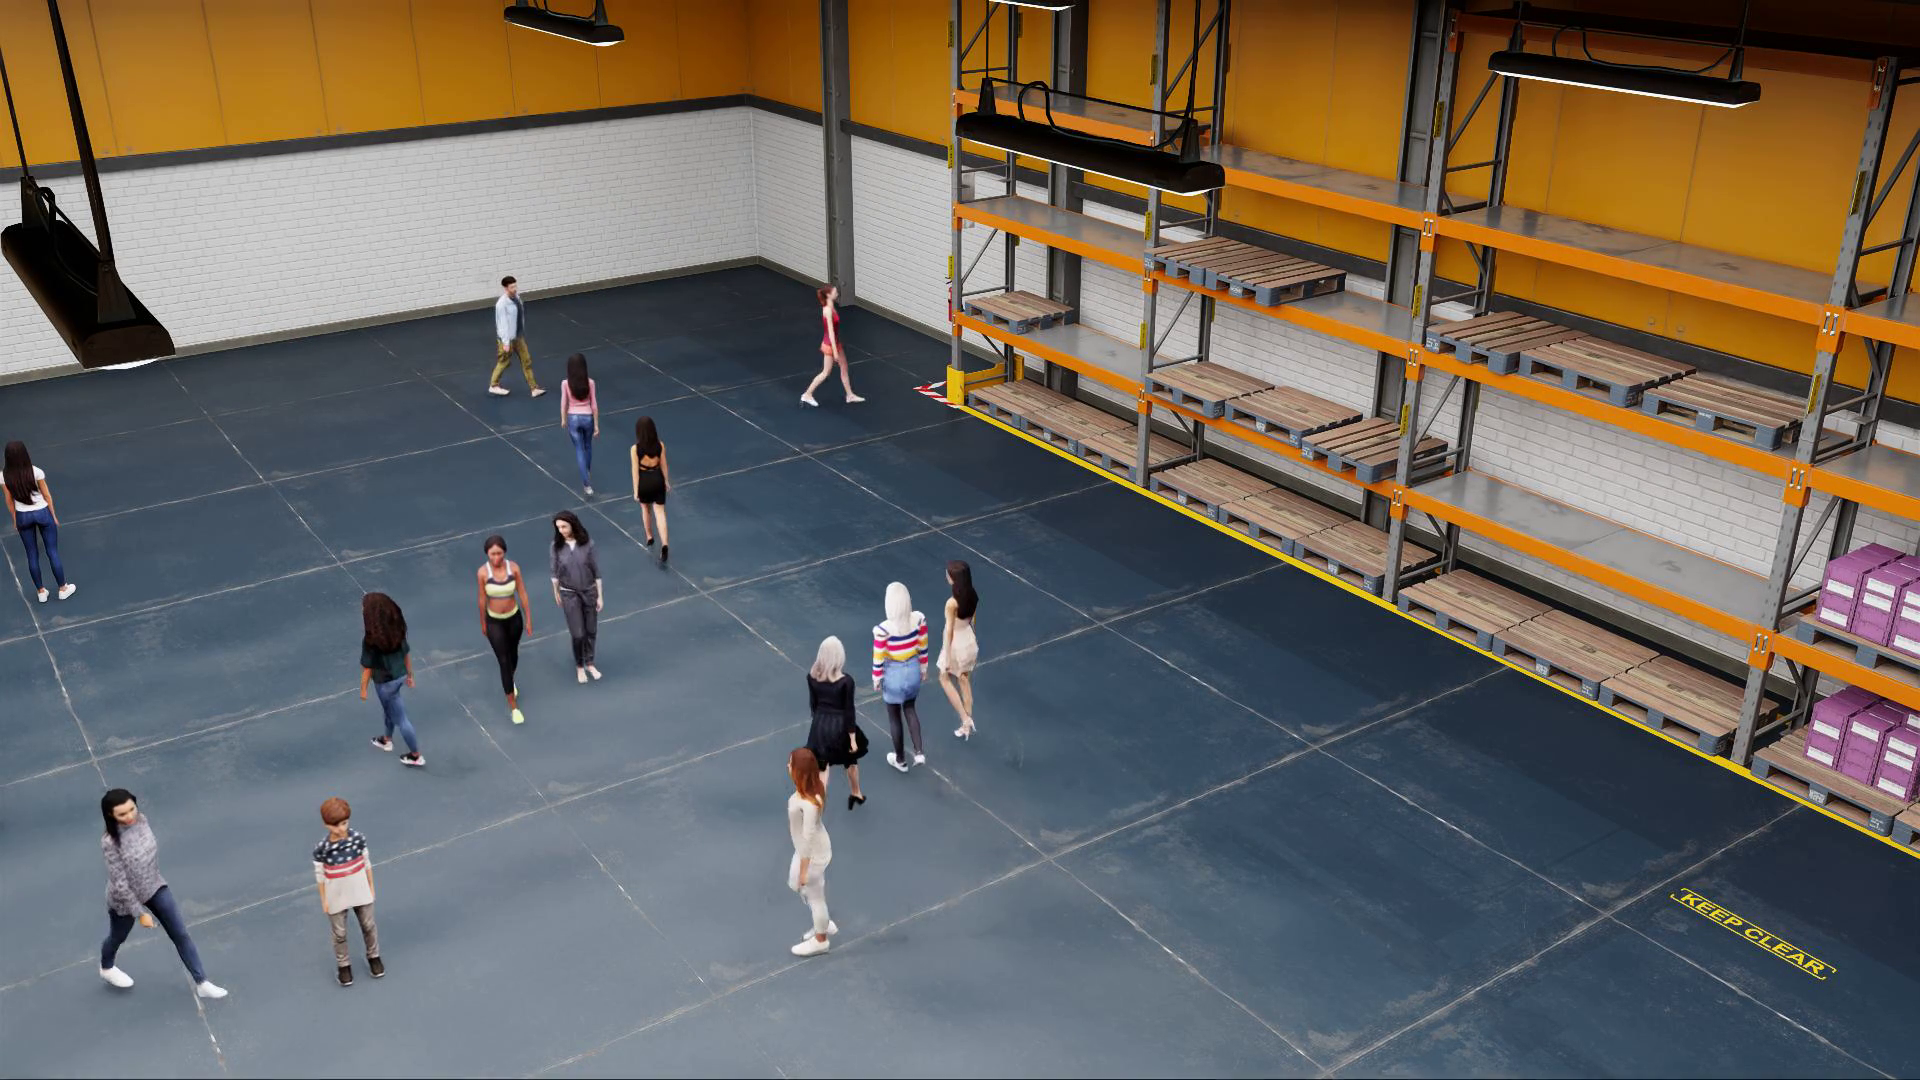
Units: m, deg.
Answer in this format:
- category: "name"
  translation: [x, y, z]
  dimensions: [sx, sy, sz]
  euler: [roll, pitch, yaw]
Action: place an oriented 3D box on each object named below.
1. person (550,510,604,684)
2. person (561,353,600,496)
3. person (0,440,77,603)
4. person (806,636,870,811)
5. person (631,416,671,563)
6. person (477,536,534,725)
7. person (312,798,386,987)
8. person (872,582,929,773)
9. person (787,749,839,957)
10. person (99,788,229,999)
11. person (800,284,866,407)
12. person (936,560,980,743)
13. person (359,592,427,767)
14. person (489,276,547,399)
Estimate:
- category: "person"
  translation: [-3.641, 0.497, 15.710]
  dimensions: [0.630, 1.747, 0.665]
  euler: [-10, 26, -22]
- category: "person"
  translation: [-4.574, -1.369, 20.043]
  dimensions: [0.840, 1.697, 1.202]
  euler: [-7, 24, -15]
- category: "person"
  translation: [-9.613, -0.202, 17.276]
  dimensions: [0.656, 1.775, 0.639]
  euler: [-5, 24, -12]
- category: "person"
  translation: [-1.046, 1.604, 13.236]
  dimensions: [1.076, 1.701, 1.031]
  euler: [9, 25, 19]
- category: "person"
  translation: [-3.352, -0.531, 18.218]
  dimensions: [0.732, 1.622, 1.087]
  euler: [-9, 25, -20]
- category: "person"
  translation: [-4.164, 0.745, 15.197]
  dimensions: [0.735, 1.704, 1.169]
  euler: [-10, 25, -21]
- category: "person"
  translation: [-4.300, 2.437, 11.655]
  dimensions: [0.527, 1.440, 0.497]
  euler: [-13, 27, -27]
- category: "person"
  translation: [-0.457, 1.195, 14.049]
  dimensions: [0.697, 1.800, 0.751]
  euler: [-12, 26, -26]
- category: "person"
  translation: [-0.975, 2.220, 11.829]
  dimensions: [0.769, 1.700, 0.667]
  euler: [-2, 24, -5]
- category: "person"
  translation: [-5.699, 2.440, 11.358]
  dimensions: [1.296, 1.674, 1.109]
  euler: [7, 25, 16]
- category: "person"
  translation: [-1.849, -2.653, 22.958]
  dimensions: [1.002, 1.714, 1.130]
  euler: [-2, 24, -4]
- category: "person"
  translation: [0.060, 1.009, 14.564]
  dimensions: [0.647, 1.728, 0.605]
  euler: [-21, 31, -40]
- category: "person"
  translation: [-4.817, 1.224, 14.243]
  dimensions: [0.979, 1.592, 0.852]
  euler: [9, 25, 20]
- category: "person"
  translation: [-6.359, -2.819, 23.294]
  dimensions: [1.311, 1.750, 1.140]
  euler: [7, 25, 16]
